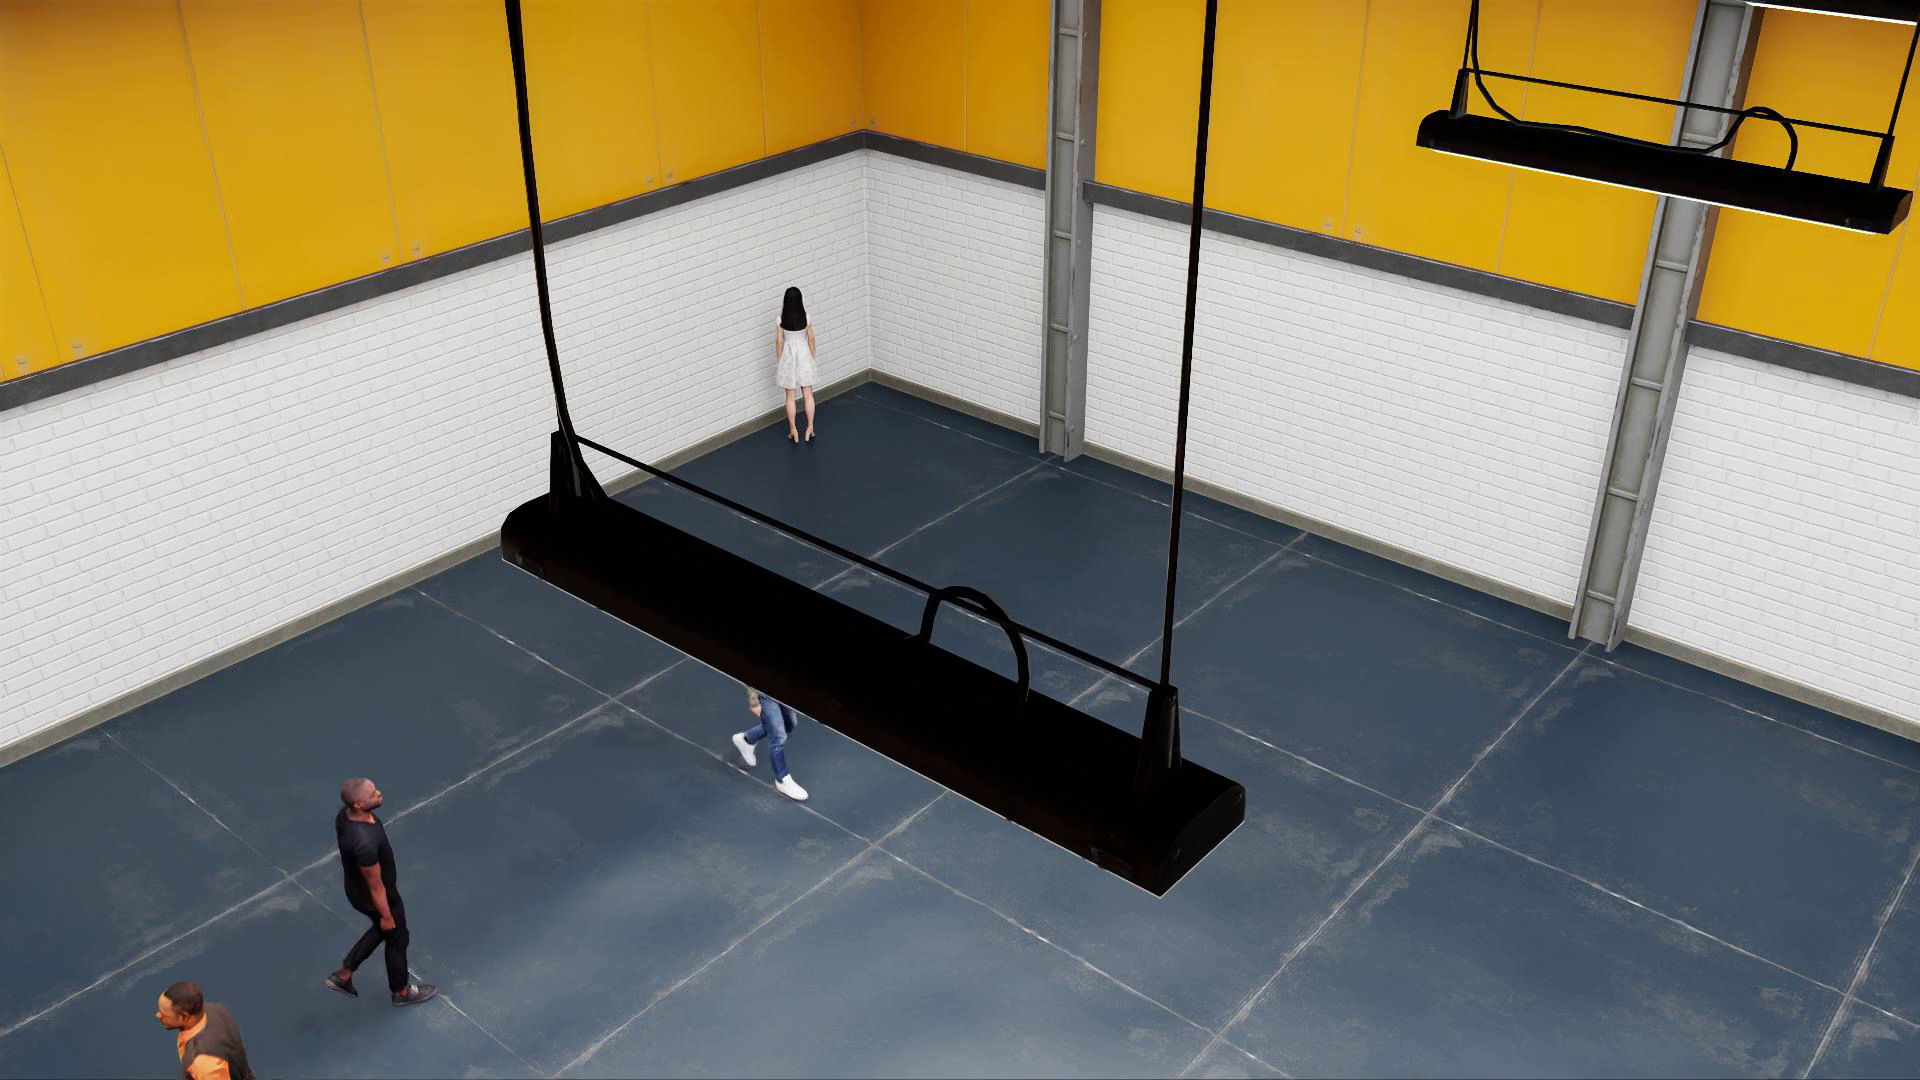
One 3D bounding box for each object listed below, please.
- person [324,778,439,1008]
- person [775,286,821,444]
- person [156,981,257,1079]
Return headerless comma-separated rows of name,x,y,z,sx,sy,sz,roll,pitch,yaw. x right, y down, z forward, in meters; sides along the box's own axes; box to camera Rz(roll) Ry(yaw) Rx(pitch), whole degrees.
person,-3.778,2.265,10.507,0.924,1.808,0.946,-14,31,-24
person,-1.794,-1.927,18.229,0.776,1.773,0.825,-5,29,-9
person,-3.828,3.074,8.969,1.225,1.862,1.292,-8,30,-14
